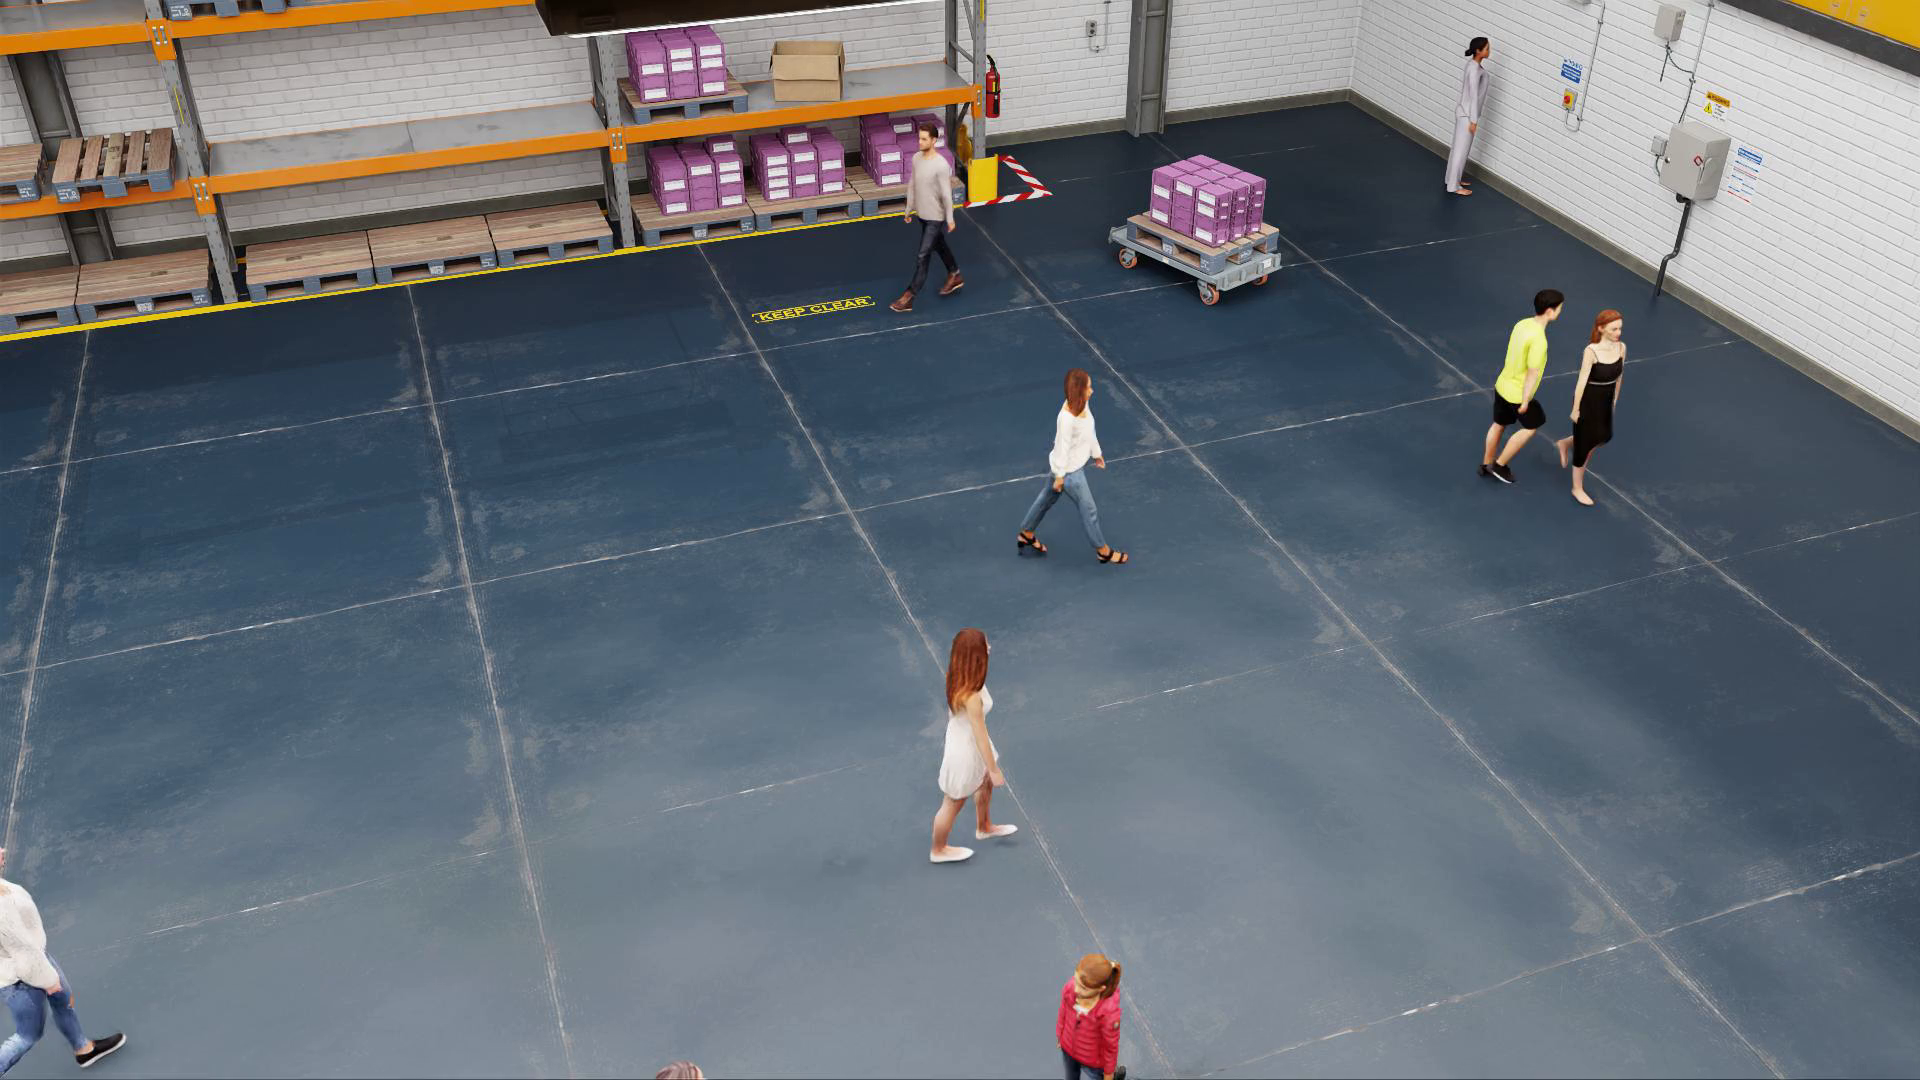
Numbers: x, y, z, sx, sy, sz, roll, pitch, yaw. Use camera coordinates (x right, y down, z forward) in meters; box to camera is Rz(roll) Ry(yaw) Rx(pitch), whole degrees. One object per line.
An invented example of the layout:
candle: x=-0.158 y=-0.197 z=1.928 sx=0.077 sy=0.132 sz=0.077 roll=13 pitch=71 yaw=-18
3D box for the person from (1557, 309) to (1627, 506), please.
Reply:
person: x=5.012 y=-1.113 z=13.283 sx=0.790 sy=1.609 sz=0.623 roll=-11 pitch=35 yaw=-17

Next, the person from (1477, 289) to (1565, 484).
person: x=4.411 y=-1.221 z=13.372 sx=0.697 sy=1.690 sz=0.677 roll=-5 pitch=34 yaw=-8

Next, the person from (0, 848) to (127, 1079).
person: x=-4.751 y=2.185 z=8.267 sx=1.093 sy=1.669 sz=0.820 roll=-23 pitch=40 yaw=-31

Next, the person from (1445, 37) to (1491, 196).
person: x=5.706 y=-4.788 z=18.696 sx=0.714 sy=1.737 sz=0.710 roll=6 pitch=34 yaw=8

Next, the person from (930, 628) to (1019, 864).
person: x=-0.062 y=1.240 z=9.665 sx=0.845 sy=1.694 sz=0.682 roll=-3 pitch=34 yaw=-4

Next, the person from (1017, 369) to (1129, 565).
person: x=0.729 y=-0.537 z=12.401 sx=1.168 sy=1.625 sz=0.982 roll=7 pitch=34 yaw=10

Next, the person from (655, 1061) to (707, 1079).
person: x=-1.156 y=2.858 z=7.239 sx=0.545 sy=1.687 sz=0.616 roll=-14 pitch=36 yaw=-20

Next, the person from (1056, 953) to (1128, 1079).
person: x=0.663 y=2.480 z=8.153 sx=0.875 sy=1.303 sz=0.702 roll=-28 pitch=42 yaw=-35

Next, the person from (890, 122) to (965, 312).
person: x=-0.221 y=-3.157 z=16.169 sx=1.306 sy=1.818 sz=0.994 roll=-27 pitch=42 yaw=-35
